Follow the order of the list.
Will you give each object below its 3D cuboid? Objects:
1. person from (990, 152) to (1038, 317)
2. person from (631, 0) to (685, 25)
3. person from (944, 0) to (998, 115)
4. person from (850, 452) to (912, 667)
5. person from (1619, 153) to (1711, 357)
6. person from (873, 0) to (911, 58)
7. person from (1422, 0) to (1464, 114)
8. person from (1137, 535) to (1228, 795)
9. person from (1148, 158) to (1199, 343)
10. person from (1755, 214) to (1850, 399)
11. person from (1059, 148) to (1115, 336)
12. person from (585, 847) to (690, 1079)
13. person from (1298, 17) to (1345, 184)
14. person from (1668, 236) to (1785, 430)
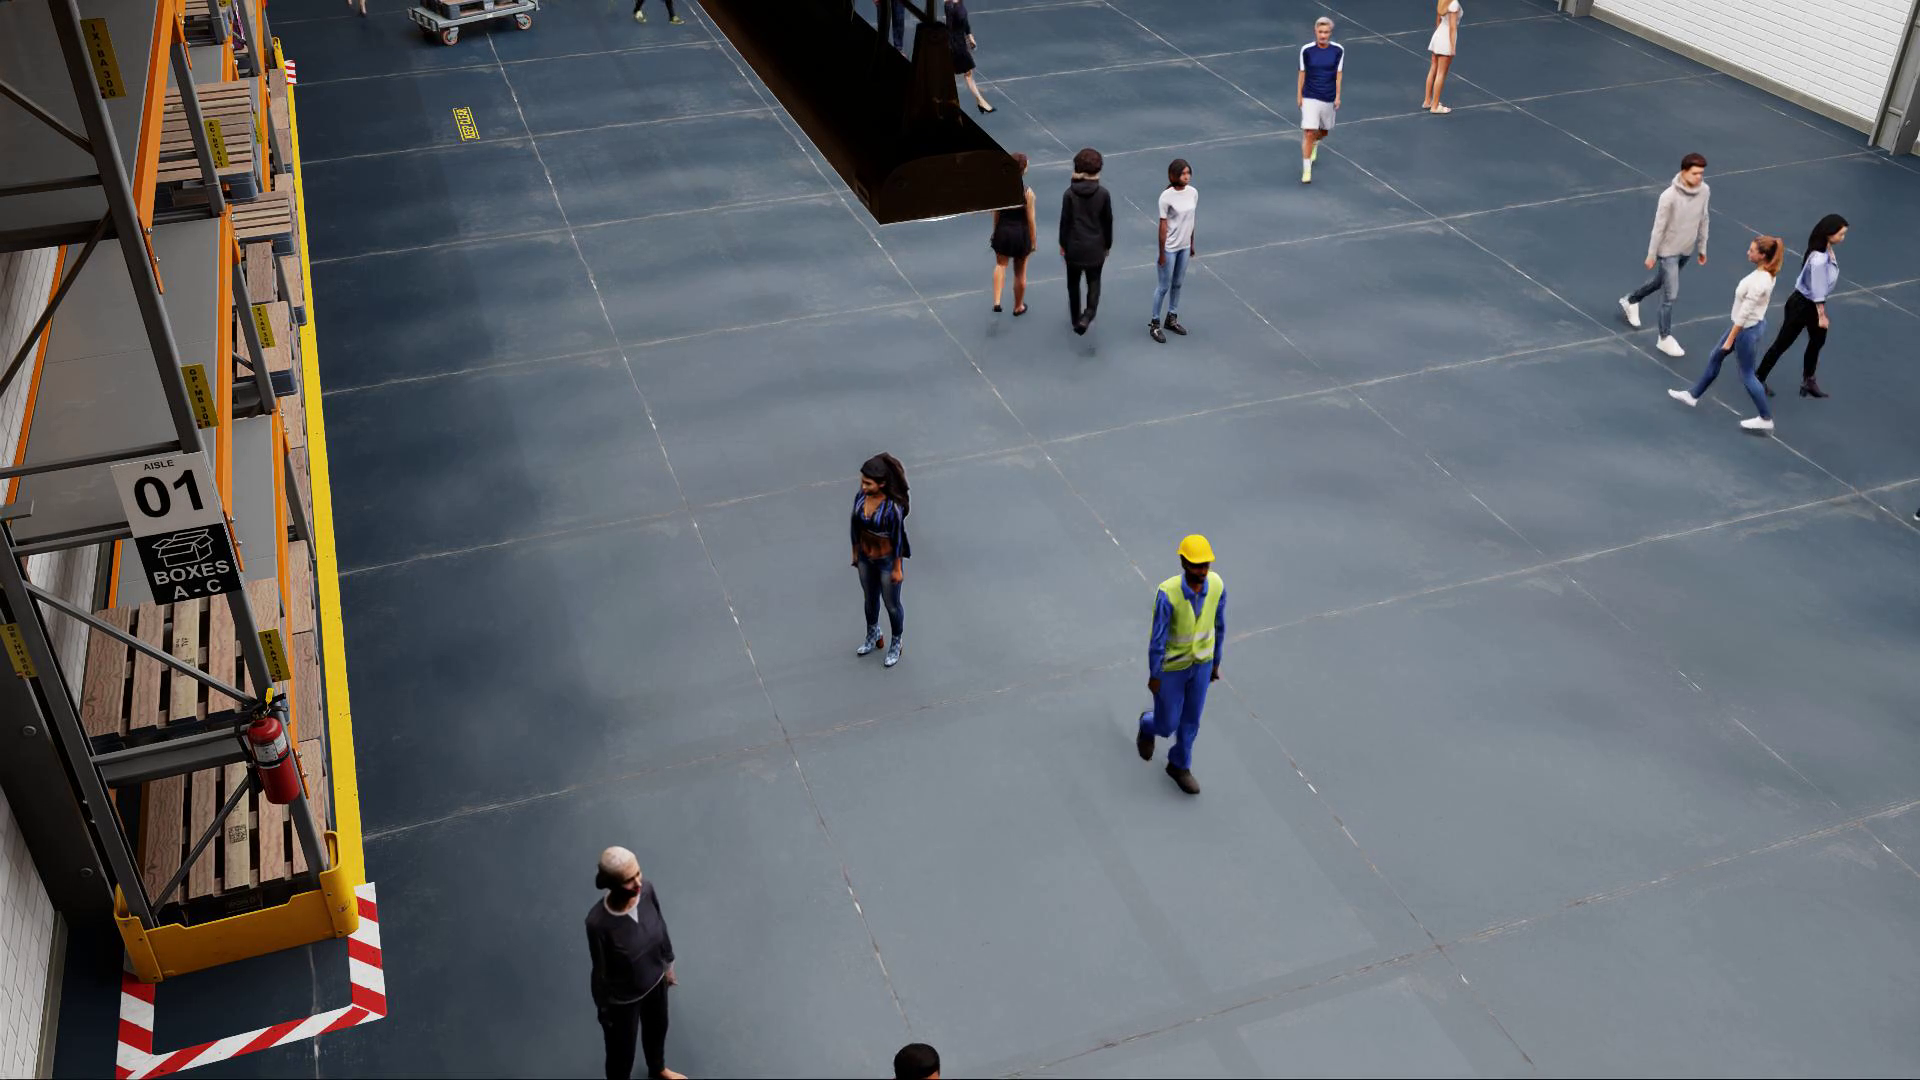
[{"bbox_3d":[0.472,-2.831,15.620,0.809,1.672,0.871,13,36,19],"label":"person"},{"bbox_3d":[-4.432,-8.134,23.736,1.052,1.520,0.999,15,36,21],"label":"person"},{"bbox_3d":[-0.150,-6.036,20.413,1.020,1.704,1.134,5,34,8],"label":"person"},{"bbox_3d":[-0.540,0.134,11.208,0.672,1.618,0.768,21,39,29],"label":"person"},{"bbox_3d":[6.502,-2.691,15.276,0.721,1.820,1.224,-14,36,-20],"label":"person"},{"bbox_3d":[-0.937,-7.432,22.410,0.733,1.818,0.714,-2,34,-2],"label":"person"},{"bbox_3d":[6.000,-6.176,20.631,0.676,1.696,0.562,-4,34,-6],"label":"person"},{"bbox_3d":[1.329,0.710,10.172,0.679,1.806,0.813,-13,36,-18],"label":"person"},{"bbox_3d":[1.977,-2.691,15.366,0.639,1.719,0.613,-22,39,-29],"label":"person"},{"bbox_3d":[7.163,-1.998,14.323,1.008,1.720,0.913,20,38,27],"label":"person"},{"bbox_3d":[1.153,-2.687,15.330,0.891,1.753,1.089,-1,34,-1],"label":"person"},{"bbox_3d":[-1.601,2.138,8.096,0.700,1.725,0.691,22,39,29],"label":"person"},{"bbox_3d":[4.048,-5.009,18.769,0.937,1.813,1.204,2,34,3],"label":"person"},{"bbox_3d":[6.659,-1.689,13.896,1.201,1.679,1.061,19,38,27],"label":"person"}]
